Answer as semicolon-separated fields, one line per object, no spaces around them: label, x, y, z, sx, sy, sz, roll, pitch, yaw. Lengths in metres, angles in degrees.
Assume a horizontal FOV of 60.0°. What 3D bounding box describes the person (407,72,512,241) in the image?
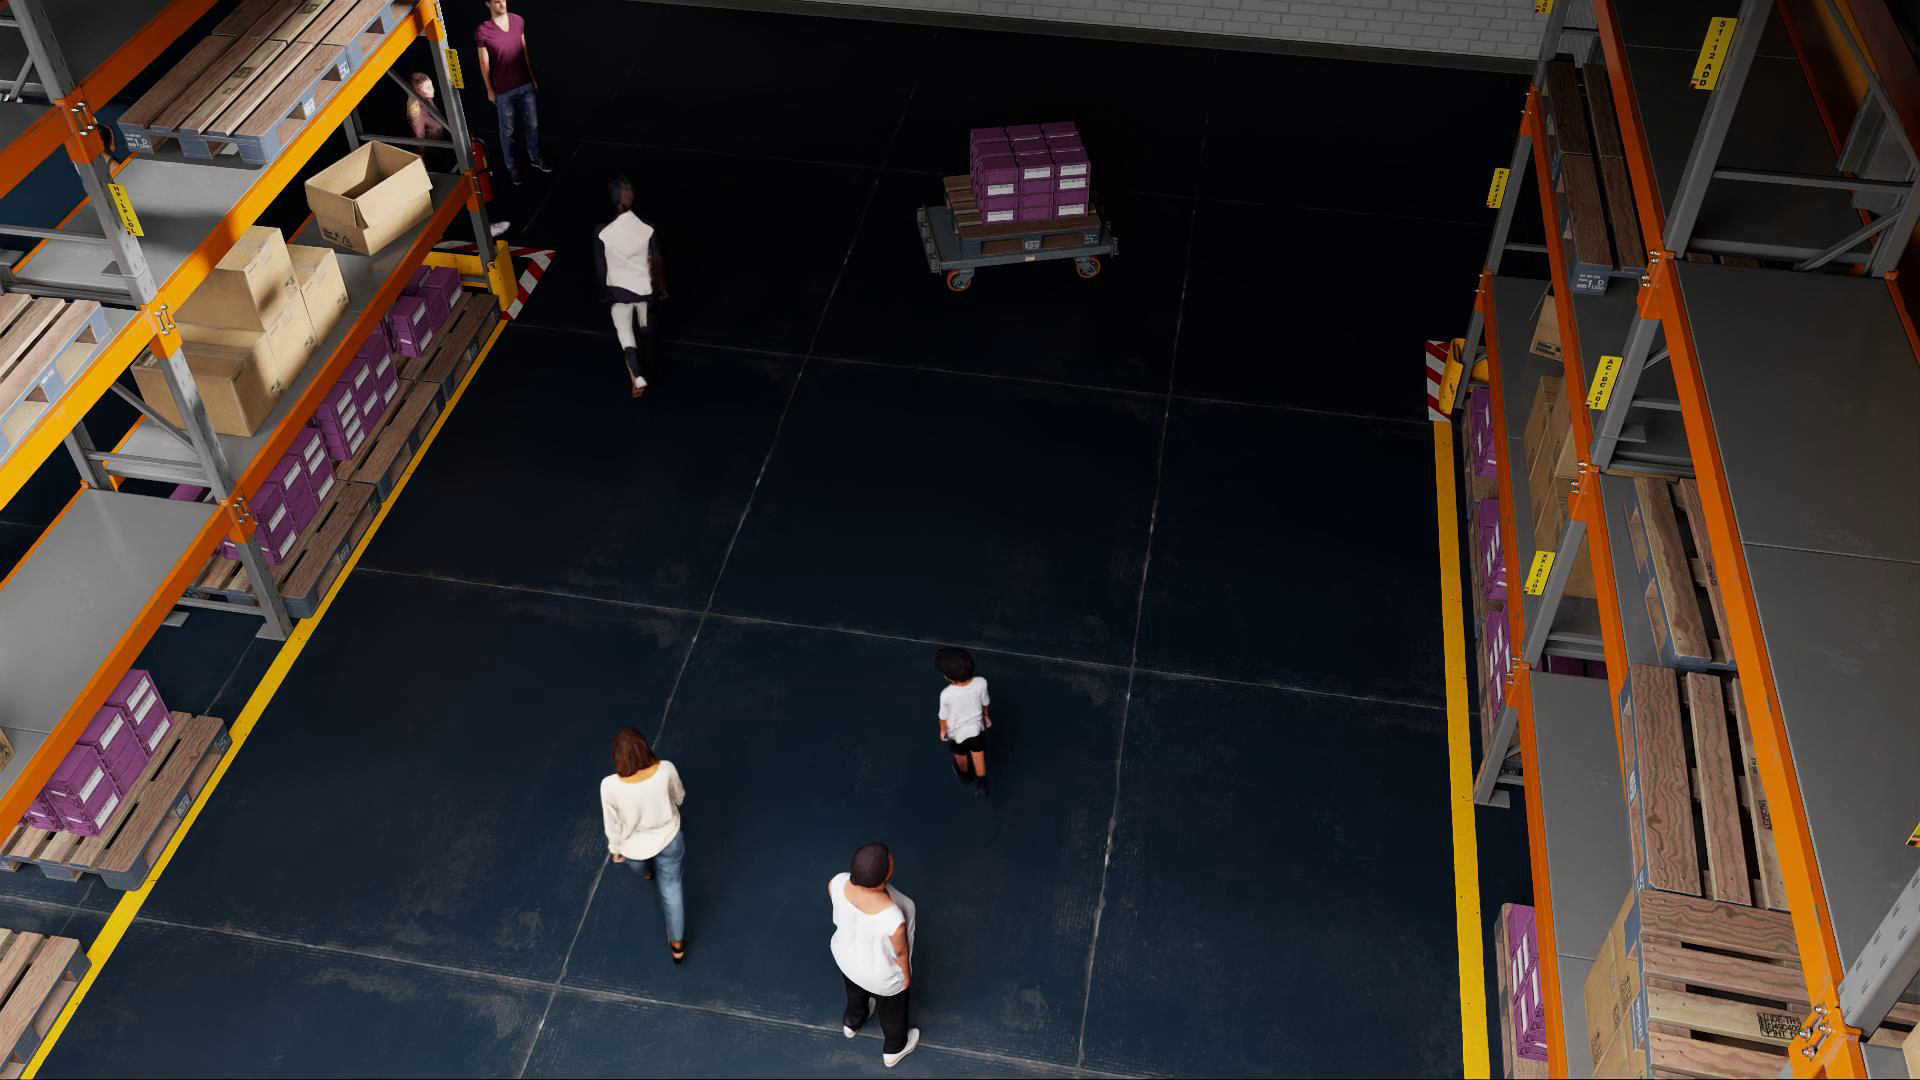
person;-4.655;-3.262;14.419;0.914;1.648;1.123;-6;44;-6

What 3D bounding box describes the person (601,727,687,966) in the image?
person;-1.691;1.712;9.204;0.948;1.639;1.169;-12;45;-12

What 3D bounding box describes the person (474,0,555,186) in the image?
person;-4.119;-4.202;15.253;0.710;1.859;0.802;-32;52;-29

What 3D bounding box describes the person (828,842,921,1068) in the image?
person;-0.443;2.151;8.711;0.759;1.683;0.779;30;51;28

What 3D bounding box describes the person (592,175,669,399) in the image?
person;-2.521;-1.894;12.813;0.899;1.883;1.040;-8;44;-9

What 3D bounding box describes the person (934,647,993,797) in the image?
person;0.047;1.143;10.088;0.680;1.244;0.782;-13;45;-13
